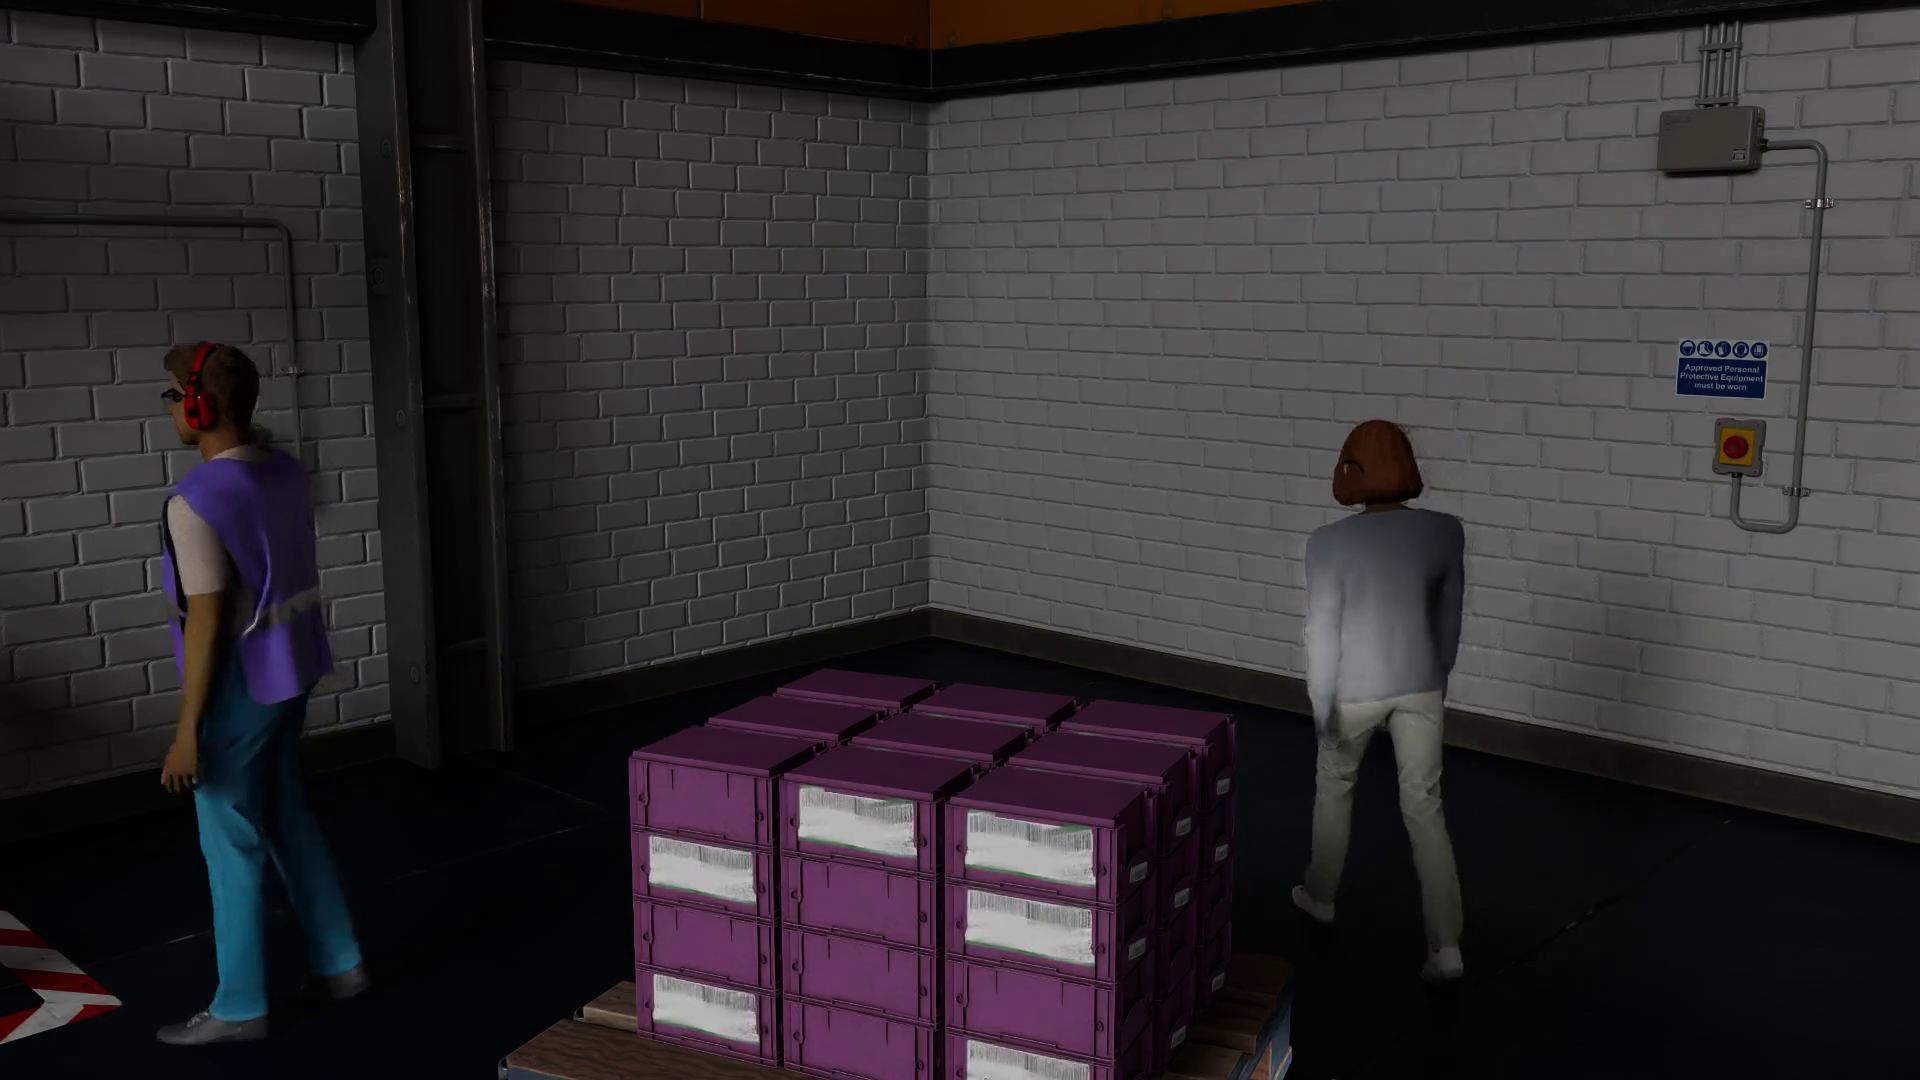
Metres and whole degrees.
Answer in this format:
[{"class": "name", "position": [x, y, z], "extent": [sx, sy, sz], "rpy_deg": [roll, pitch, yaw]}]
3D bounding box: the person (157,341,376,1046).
[{"class": "person", "position": [-1.870, 0.408, 4.354], "extent": [0.411, 1.856, 0.568], "rpy_deg": [0, 9, 2]}]

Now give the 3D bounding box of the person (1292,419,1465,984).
[{"class": "person", "position": [1.245, 0.448, 4.831], "extent": [0.507, 1.593, 0.848], "rpy_deg": [-1, 9, -6]}]
